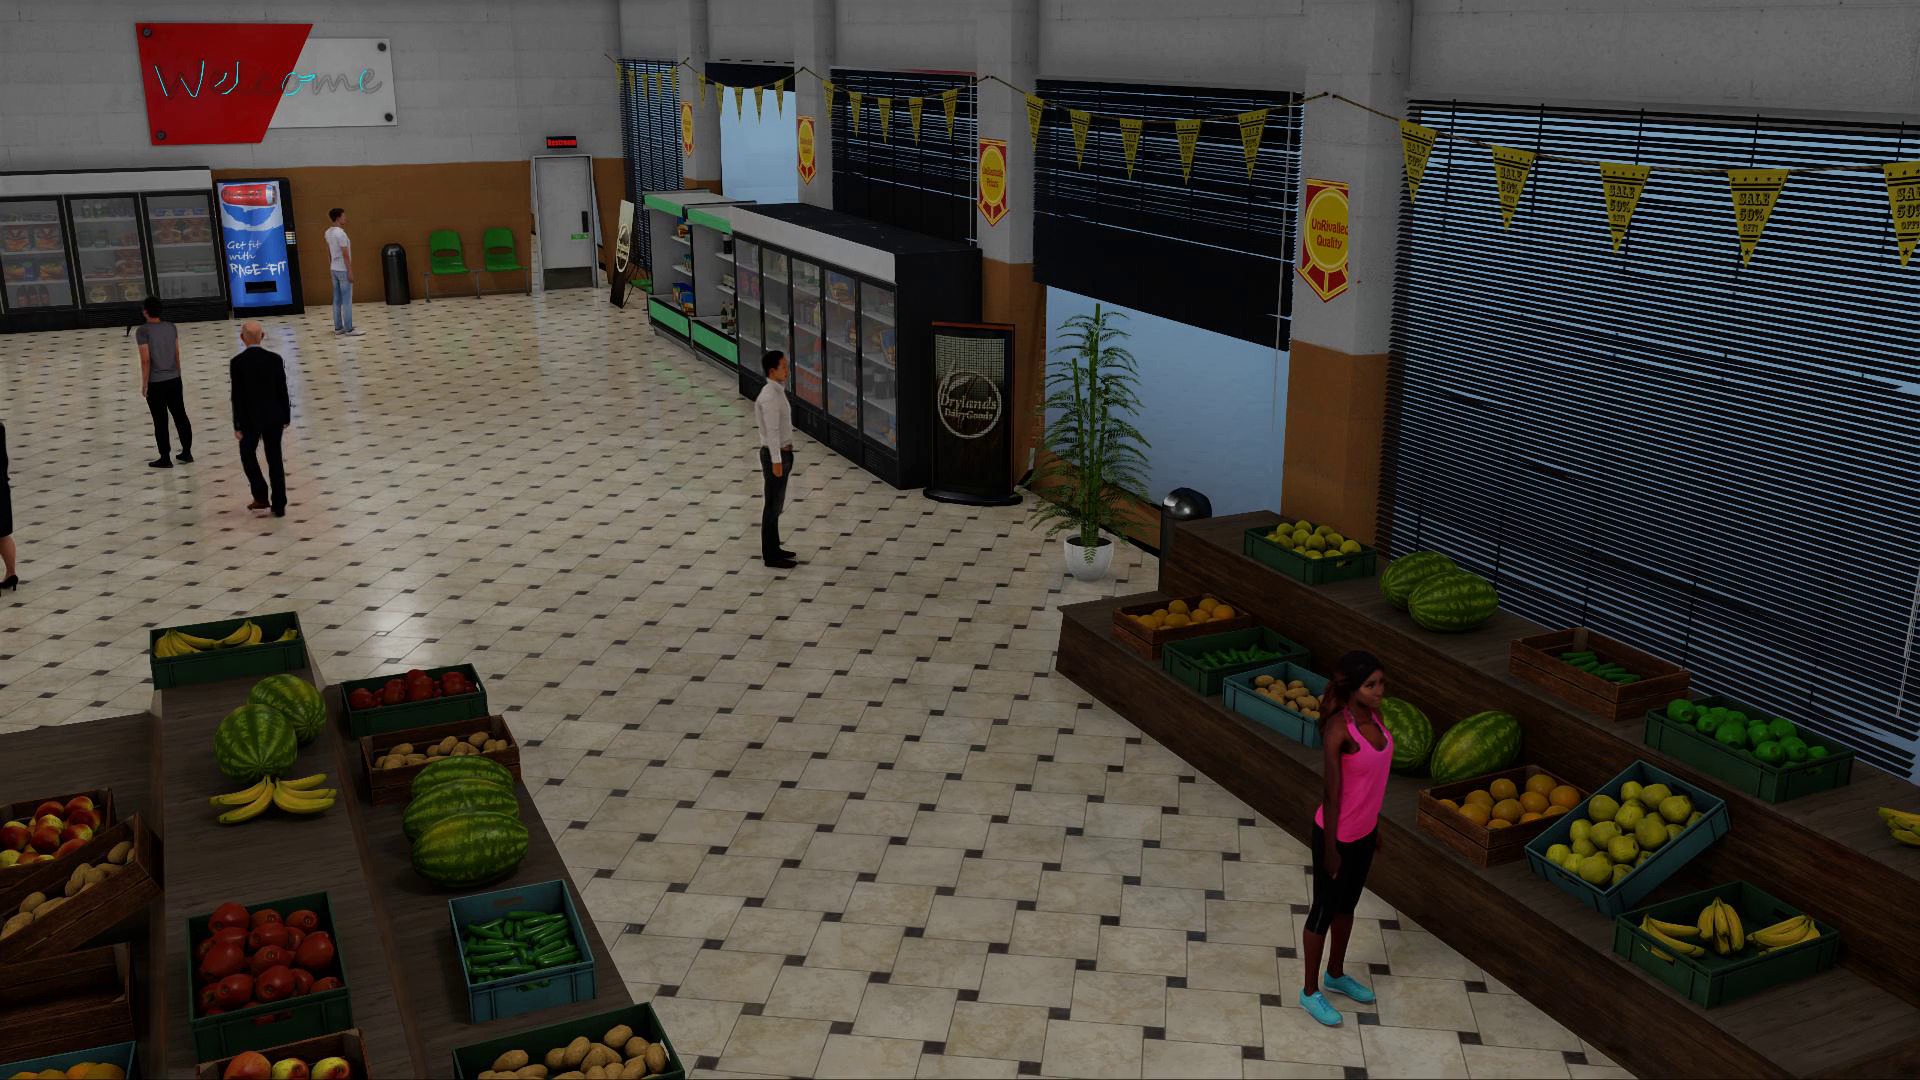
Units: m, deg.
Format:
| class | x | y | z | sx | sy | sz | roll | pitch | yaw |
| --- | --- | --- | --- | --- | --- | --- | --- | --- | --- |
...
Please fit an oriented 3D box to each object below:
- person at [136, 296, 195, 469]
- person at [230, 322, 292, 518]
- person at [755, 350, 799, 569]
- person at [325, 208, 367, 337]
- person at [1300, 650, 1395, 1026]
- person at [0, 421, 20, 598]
| class | x | y | z | sx | sy | sz | roll | pitch | yaw |
| --- | --- | --- | --- | --- | --- | --- | --- | --- | --- |
| person | -8.157 | -1.629 | 17.013 | 0.741 | 1.753 | 0.700 | 8 | 19 | 25 |
| person | -6.326 | -1.073 | 15.126 | 0.794 | 1.785 | 0.770 | -14 | 22 | -39 |
| person | -1.536 | -0.683 | 13.801 | 0.795 | 1.809 | 0.620 | -1 | 17 | -3 |
| person | -9.112 | -3.943 | 24.477 | 0.630 | 1.845 | 0.788 | 14 | 22 | 39 |
| person | 1.717 | 1.300 | 7.423 | 0.617 | 1.722 | 0.626 | -14 | 22 | -38 |
| person | -7.657 | -0.375 | 13.025 | 0.859 | 1.671 | 0.791 | 5 | 18 | 17 |
